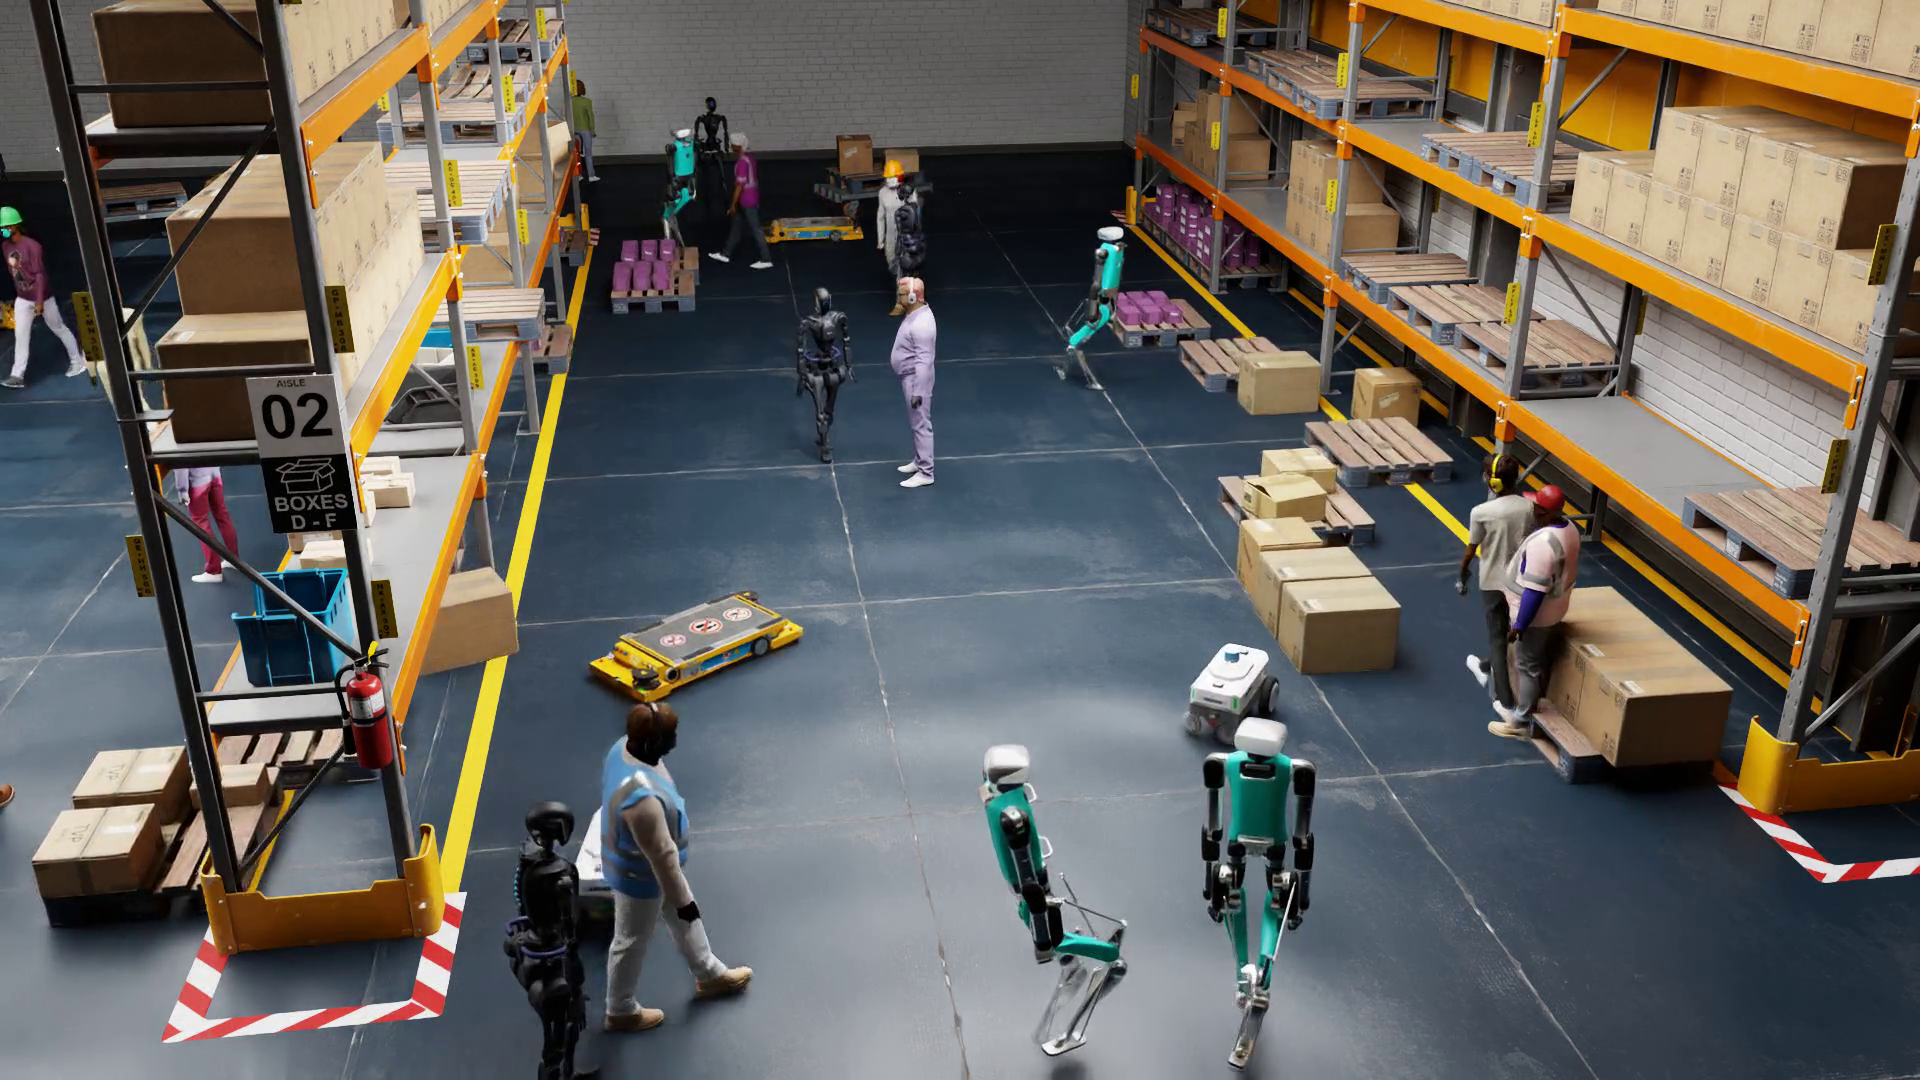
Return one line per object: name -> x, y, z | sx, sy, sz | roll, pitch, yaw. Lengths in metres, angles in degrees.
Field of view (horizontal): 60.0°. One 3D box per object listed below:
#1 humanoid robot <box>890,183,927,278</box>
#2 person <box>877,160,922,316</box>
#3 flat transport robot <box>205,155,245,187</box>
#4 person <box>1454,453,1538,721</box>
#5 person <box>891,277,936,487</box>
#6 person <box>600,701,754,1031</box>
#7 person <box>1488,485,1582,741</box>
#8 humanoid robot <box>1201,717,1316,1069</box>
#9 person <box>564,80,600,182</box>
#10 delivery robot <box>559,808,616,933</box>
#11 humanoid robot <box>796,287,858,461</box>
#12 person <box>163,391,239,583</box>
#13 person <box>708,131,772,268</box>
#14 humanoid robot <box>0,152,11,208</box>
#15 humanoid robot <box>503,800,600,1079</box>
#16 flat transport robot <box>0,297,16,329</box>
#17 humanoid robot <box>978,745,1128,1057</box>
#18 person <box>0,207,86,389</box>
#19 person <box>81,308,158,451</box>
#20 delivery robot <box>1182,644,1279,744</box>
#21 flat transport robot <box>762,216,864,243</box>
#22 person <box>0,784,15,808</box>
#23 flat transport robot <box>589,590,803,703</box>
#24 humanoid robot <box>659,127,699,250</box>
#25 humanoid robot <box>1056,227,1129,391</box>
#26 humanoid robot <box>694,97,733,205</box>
humanoid robot -> -0.587, -3.422, 19.732 | 0.328, 1.638, 0.601 | 12, 27, 26
person -> -0.692, -3.694, 20.122 | 0.582, 1.864, 0.746 | 12, 26, 26
flat transport robot -> -10.518, -4.917, 24.879 | 1.431, 0.231, 0.659 | -1, 24, -2
person -> 3.571, 0.261, 11.140 | 0.545, 1.829, 0.872 | -5, 24, -12
person -> -0.413, -1.414, 14.864 | 0.404, 1.906, 0.646 | -1, 24, -3
person -> -1.406, 1.602, 8.111 | 0.842, 1.806, 0.639 | -4, 24, -8
person -> 3.717, 0.465, 10.771 | 0.418, 1.754, 0.608 | 18, 29, 35
humanoid robot -> 1.368, 1.749, 7.867 | 0.562, 1.725, 1.008 | 6, 24, 14
person -> -6.204, -6.700, 27.241 | 0.500, 1.633, 0.285 | 7, 25, 15
delivery robot -> -1.916, 1.804, 9.204 | 0.499, 0.588, 0.774 | 0, 24, 0
humanoid robot -> -1.227, -1.565, 15.508 | 0.613, 1.634, 0.671 | -14, 27, -29
person -> -5.949, -0.449, 13.014 | 0.282, 1.628, 0.501 | 5, 24, 11
person -> -2.952, -4.481, 21.960 | 0.950, 1.803, 0.525 | 1, 24, 2
humanoid robot -> -14.008, -5.256, 23.895 | 0.590, 1.643, 0.373 | -14, 27, -29
humanoid robot -> -1.864, 1.913, 7.573 | 0.449, 1.639, 0.609 | -15, 28, -31
flat transport robot -> -11.785, -2.554, 19.496 | 1.431, 0.231, 0.659 | -15, 28, -31
humanoid robot -> 0.500, 1.755, 7.874 | 0.813, 1.786, 0.531 | -4, 24, -9
person -> -9.778, -2.556, 17.480 | 0.512, 1.892, 1.021 | 5, 24, 12
person -> -7.828, -1.602, 15.506 | 0.421, 1.732, 0.555 | 20, 30, 37
delivery robot -> 1.801, 0.983, 11.083 | 0.505, 0.595, 0.766 | 12, 26, 25
flat transport robot -> -2.123, -4.435, 23.782 | 1.431, 0.231, 0.659 | -3, 24, -8
person -> -6.112, 0.746, 9.835 | 0.615, 1.992, 0.393 | -2, 24, -4
flat transport robot -> -1.883, 0.748, 11.973 | 0.659, 0.231, 1.431 | 21, 31, 40
humanoid robot -> -3.901, -4.752, 22.698 | 0.727, 1.780, 0.535 | 18, 29, 35
humanoid robot -> 1.290, -2.394, 17.411 | 0.853, 1.855, 0.545 | 16, 28, 32
humanoid robot -> -3.786, -5.955, 25.530 | 0.600, 1.625, 0.765 | -13, 27, -27
